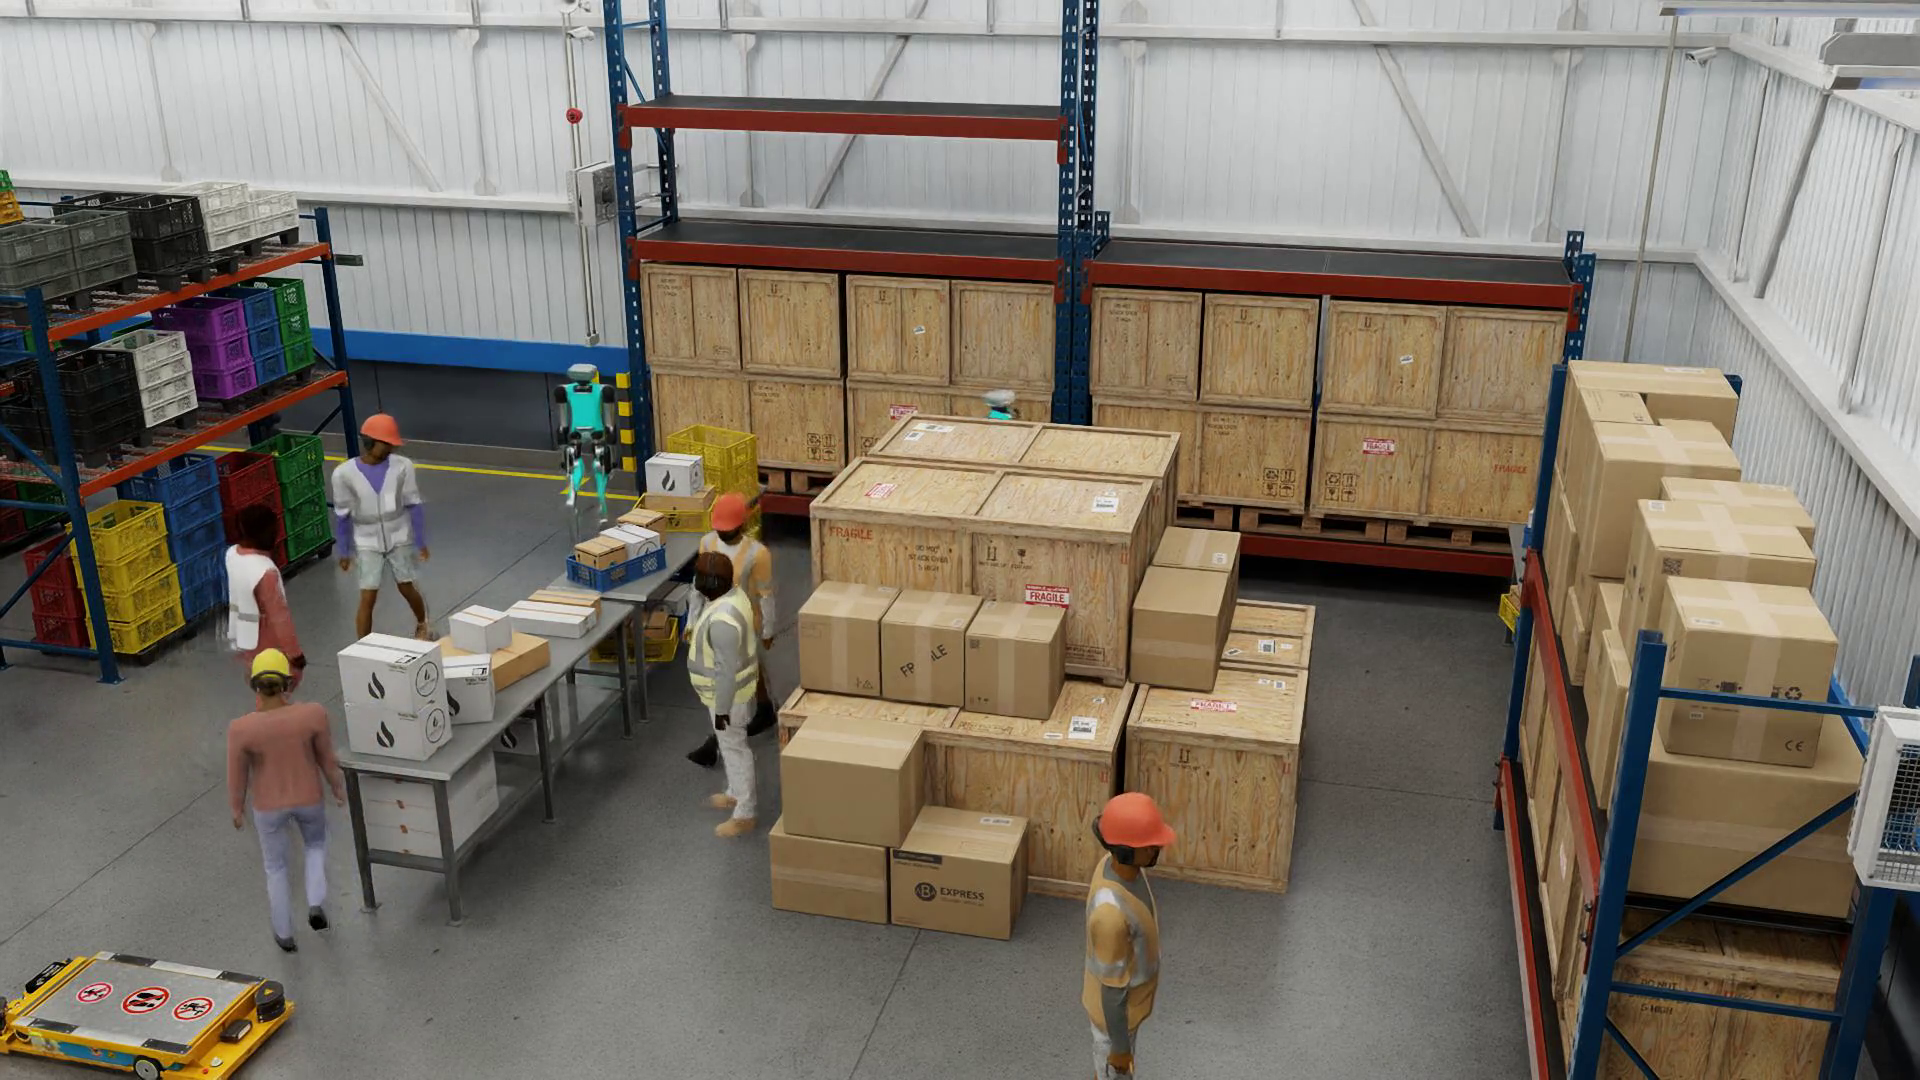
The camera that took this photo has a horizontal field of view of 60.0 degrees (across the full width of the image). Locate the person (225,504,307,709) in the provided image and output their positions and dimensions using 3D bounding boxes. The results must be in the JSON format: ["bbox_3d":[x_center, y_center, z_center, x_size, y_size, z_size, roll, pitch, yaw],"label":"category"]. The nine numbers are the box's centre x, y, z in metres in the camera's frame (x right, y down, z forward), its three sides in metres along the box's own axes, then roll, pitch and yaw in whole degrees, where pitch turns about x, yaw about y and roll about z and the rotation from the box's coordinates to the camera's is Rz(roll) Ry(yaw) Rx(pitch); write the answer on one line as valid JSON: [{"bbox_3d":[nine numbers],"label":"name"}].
[{"bbox_3d":[-4.588,0.657,11.053,0.473,1.898,0.588,-17,26,-37],"label":"person"}]

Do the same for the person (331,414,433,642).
[{"bbox_3d":[-4.367,0.020,12.588,0.677,1.995,0.632,-11,23,-26],"label":"person"}]

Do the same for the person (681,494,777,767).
[{"bbox_3d":[-1.577,0.582,11.261,0.554,1.877,1.024,14,25,32],"label":"person"}]

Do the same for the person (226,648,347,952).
[{"bbox_3d":[-3.725,1.437,9.225,0.614,1.732,0.417,-10,23,-25],"label":"person"}]

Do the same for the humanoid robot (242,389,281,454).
[{"bbox_3d":[-6.690,-1.105,15.965,0.416,1.633,0.609,-18,28,-39],"label":"humanoid robot"}]

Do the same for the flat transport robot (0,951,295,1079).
[{"bbox_3d":[-4.270,2.464,8.601,1.431,0.231,0.659,5,22,13],"label":"flat transport robot"}]

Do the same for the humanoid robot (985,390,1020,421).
[{"bbox_3d":[0.101,-0.417,14.116,0.783,1.802,0.548,9,23,21],"label":"humanoid robot"}]

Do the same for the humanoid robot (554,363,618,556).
[{"bbox_3d":[-3.327,-0.597,14.667,0.535,1.782,1.058,0,21,0],"label":"humanoid robot"}]

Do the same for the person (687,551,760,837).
[{"bbox_3d":[-1.472,0.951,10.397,0.434,1.826,0.659,-1,21,-2],"label":"person"}]

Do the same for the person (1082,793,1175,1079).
[{"bbox_3d":[0.722,2.019,7.277,0.365,2.048,0.606,3,21,9],"label":"person"}]
